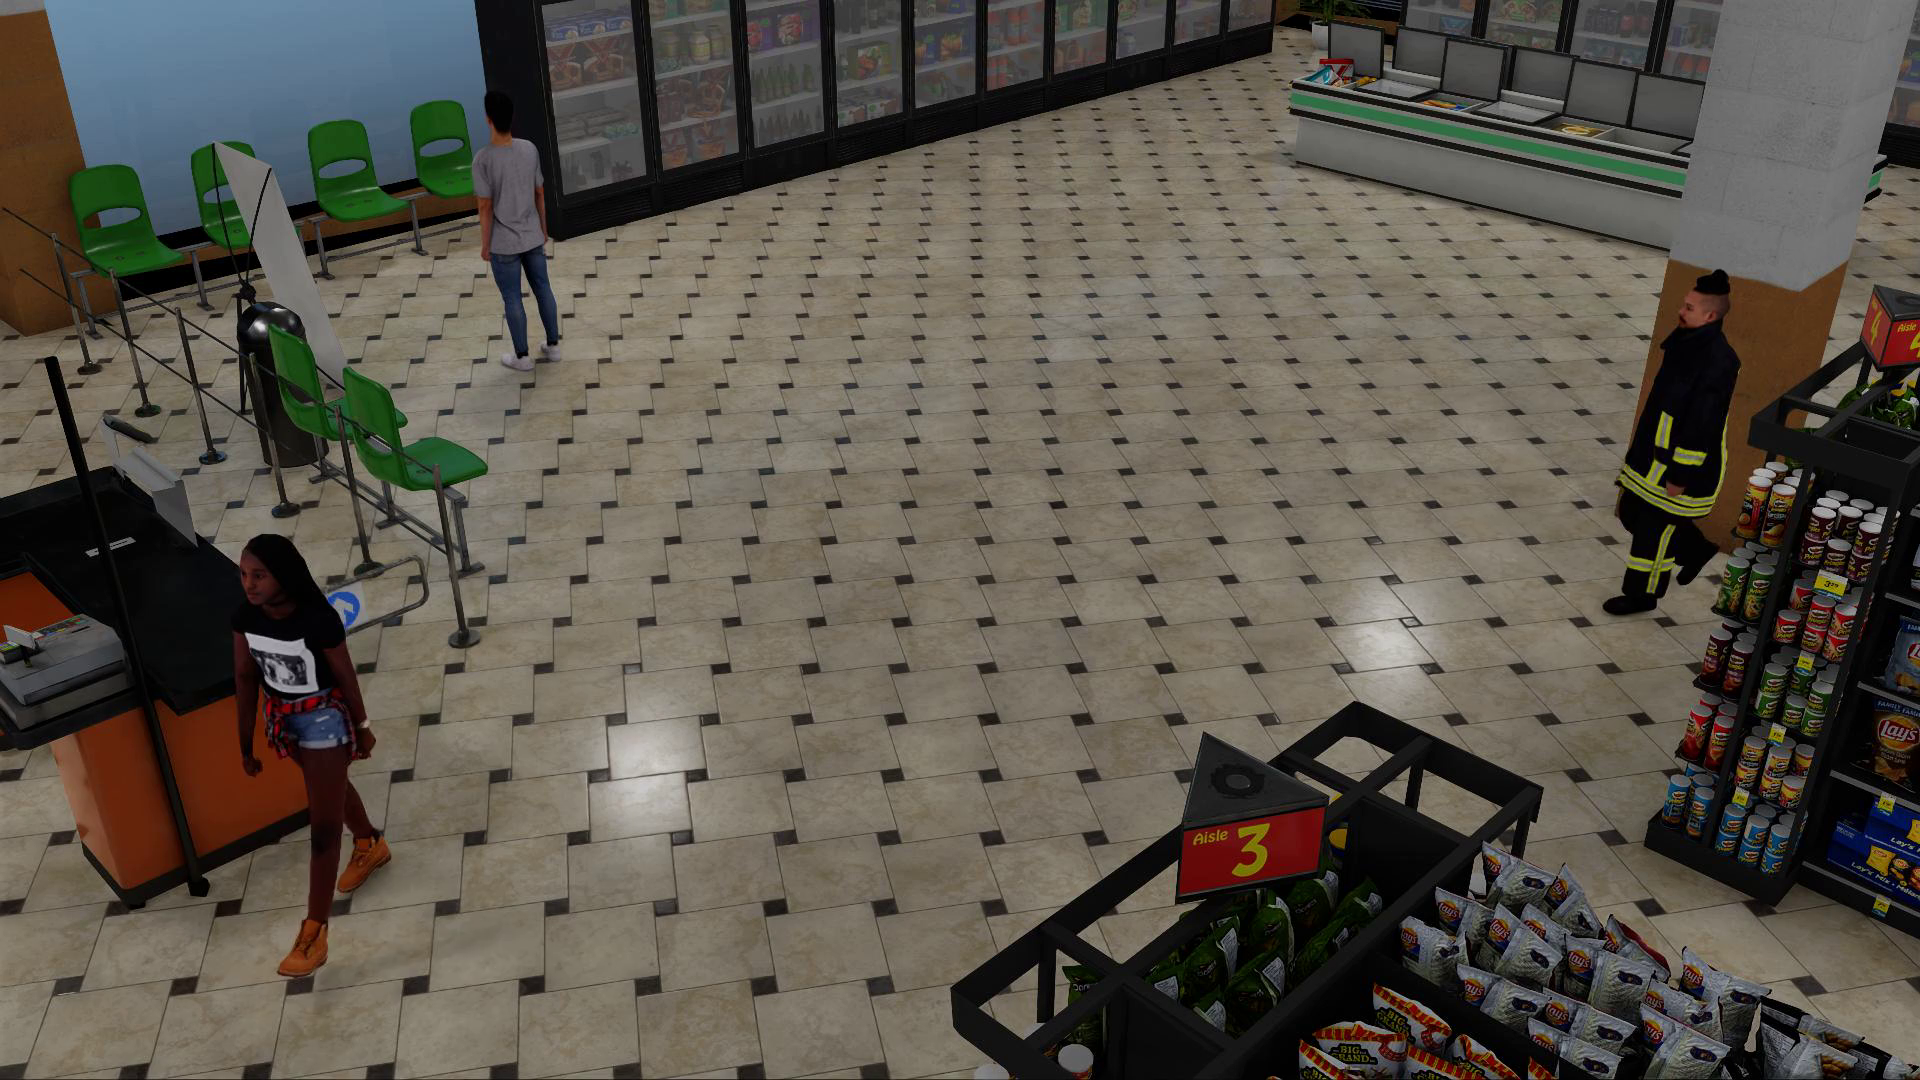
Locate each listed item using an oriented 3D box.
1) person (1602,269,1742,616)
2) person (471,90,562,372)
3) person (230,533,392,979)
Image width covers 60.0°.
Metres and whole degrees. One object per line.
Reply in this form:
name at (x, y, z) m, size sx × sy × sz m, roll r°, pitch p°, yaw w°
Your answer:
person at (3.682, -0.454, 8.349) m, size 1.071 × 1.845 × 1.011 m, roll 1°, pitch 29°, yaw 2°
person at (-3.022, -2.087, 11.297) m, size 0.532 × 1.886 × 0.666 m, roll 25°, pitch 37°, yaw 38°
person at (-2.430, 0.703, 6.392) m, size 1.112 × 1.688 × 0.999 m, roll 8°, pitch 30°, yaw 14°
